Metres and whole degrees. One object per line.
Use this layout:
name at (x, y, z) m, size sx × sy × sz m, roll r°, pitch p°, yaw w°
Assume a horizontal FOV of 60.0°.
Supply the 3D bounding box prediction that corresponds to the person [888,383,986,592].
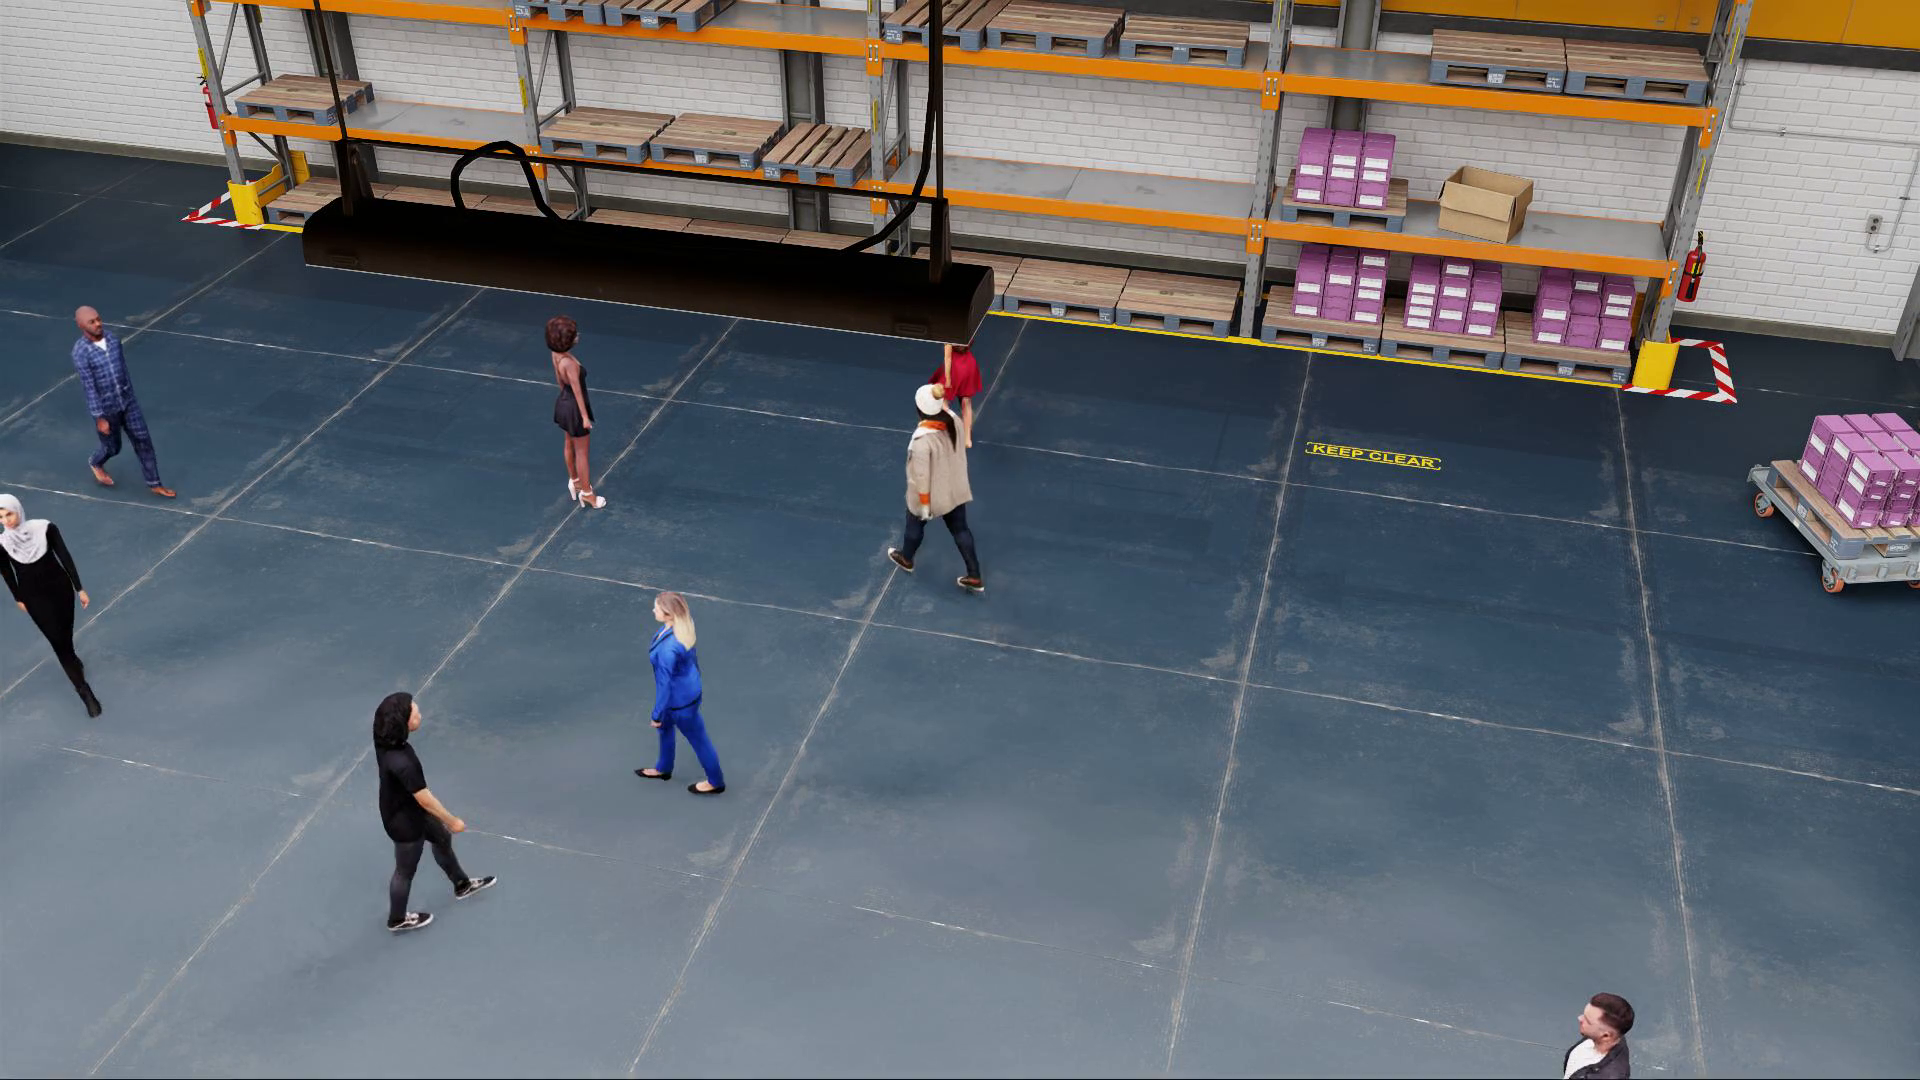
person at (-0.100, -0.392, 13.163) m, size 1.102 × 1.846 × 1.285 m, roll -27°, pitch 42°, yaw -34°

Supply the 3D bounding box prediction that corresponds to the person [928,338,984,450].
person at (0.037, -1.527, 15.150) m, size 0.760 × 1.536 × 0.683 m, roll 26°, pitch 42°, yaw 34°

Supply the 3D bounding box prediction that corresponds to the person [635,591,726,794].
person at (-1.766, 1.049, 11.145) m, size 0.957 × 1.679 × 0.794 m, roll 1°, pitch 34°, yaw 1°

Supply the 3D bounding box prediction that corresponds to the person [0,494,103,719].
person at (-6.642, 0.384, 12.108) m, size 1.088 × 1.721 × 1.271 m, roll -24°, pitch 41°, yaw -32°

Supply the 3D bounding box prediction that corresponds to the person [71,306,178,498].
person at (-7.406, -1.187, 14.408) m, size 1.161 × 1.792 × 0.807 m, roll 15°, pitch 36°, yaw 21°

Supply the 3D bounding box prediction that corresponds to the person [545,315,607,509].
person at (-3.318, -1.094, 14.270) m, size 0.716 × 1.789 × 0.649 m, roll -20°, pitch 39°, yaw -27°

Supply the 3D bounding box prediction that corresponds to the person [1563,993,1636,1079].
person at (3.143, 2.936, 8.178) m, size 0.806 × 1.821 × 0.723 m, roll 12°, pitch 35°, yaw 17°

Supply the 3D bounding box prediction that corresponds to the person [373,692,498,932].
person at (-3.436, 1.697, 10.057) m, size 1.053 × 1.806 × 0.956 m, roll -15°, pitch 36°, yaw -21°
